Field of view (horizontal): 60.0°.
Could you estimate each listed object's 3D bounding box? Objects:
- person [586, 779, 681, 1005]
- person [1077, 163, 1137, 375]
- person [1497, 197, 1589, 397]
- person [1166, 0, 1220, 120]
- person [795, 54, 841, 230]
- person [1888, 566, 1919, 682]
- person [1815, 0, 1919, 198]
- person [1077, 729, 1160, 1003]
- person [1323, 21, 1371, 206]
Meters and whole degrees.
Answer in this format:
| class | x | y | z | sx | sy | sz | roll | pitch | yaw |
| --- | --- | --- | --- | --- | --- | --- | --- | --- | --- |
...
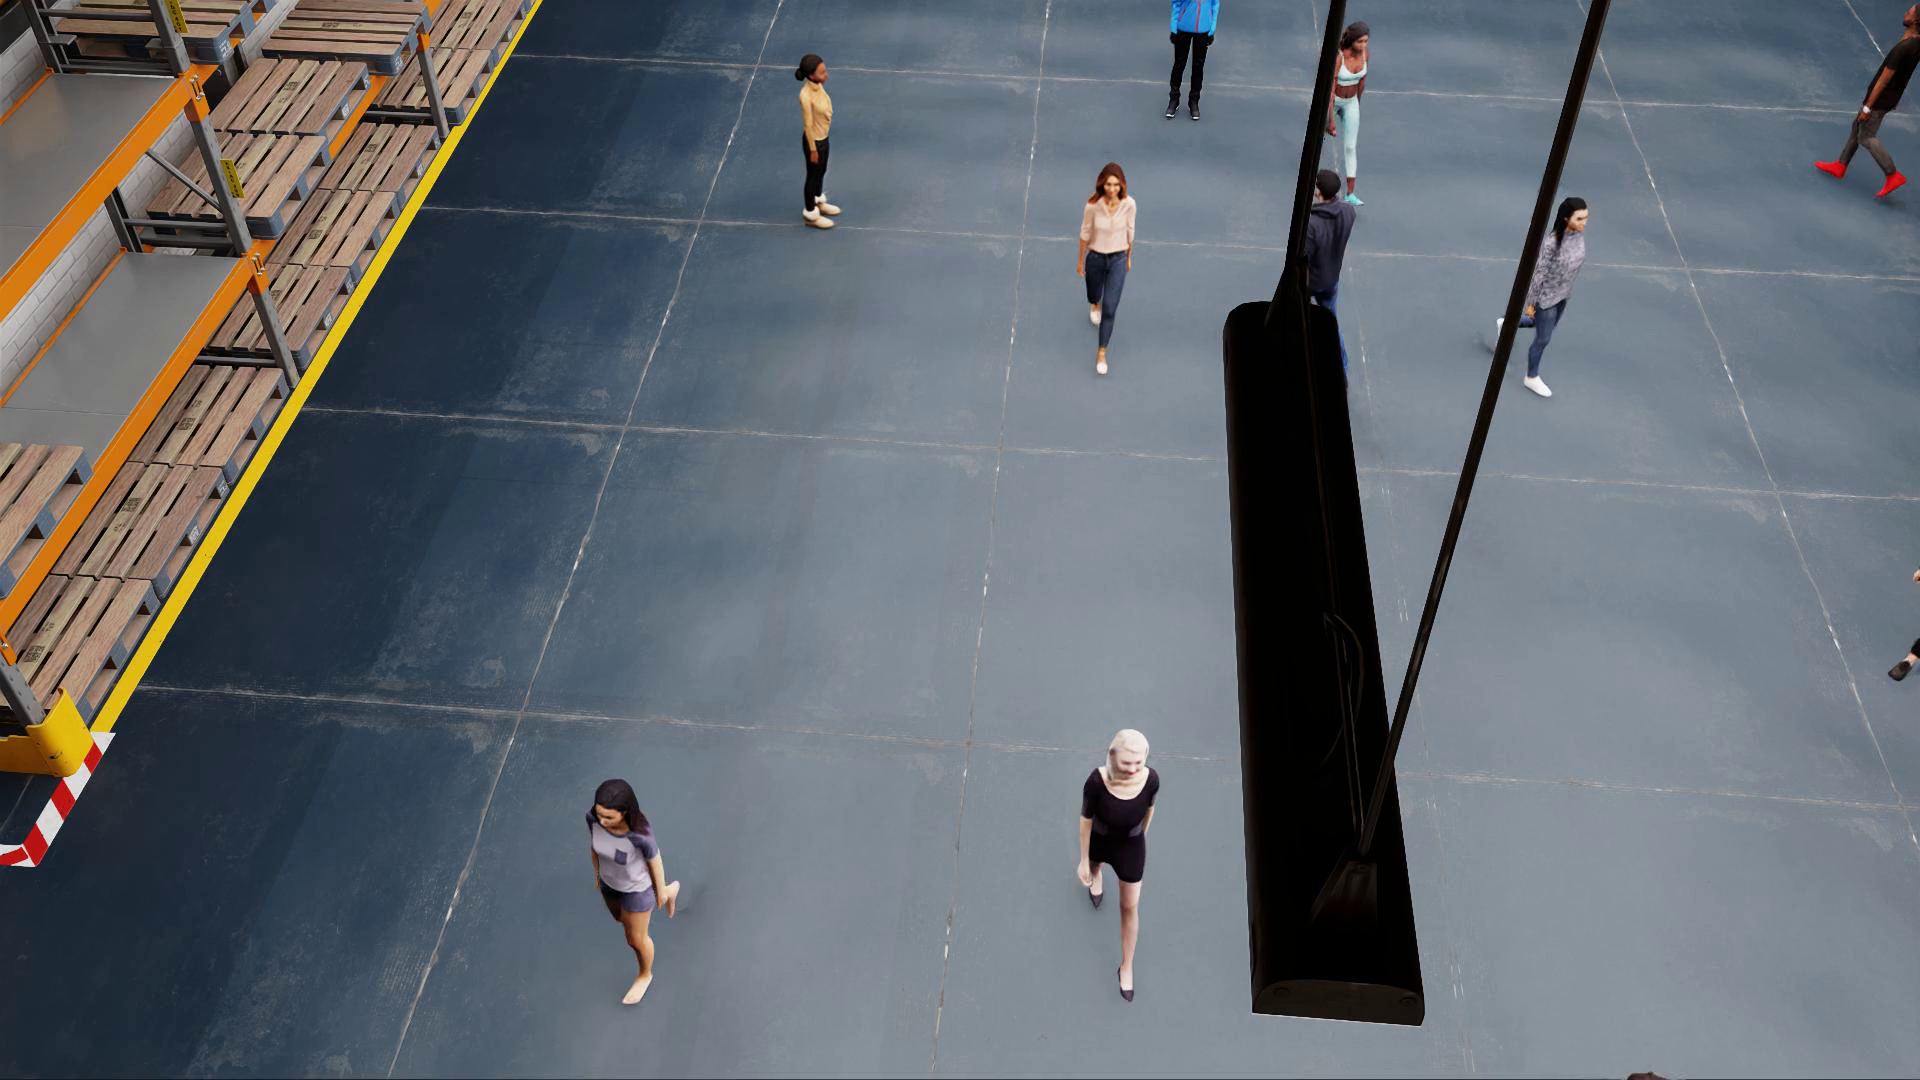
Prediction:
| class | x | y | z | sx | sy | sz | roll | pitch | yaw |
| --- | --- | --- | --- | --- | --- | --- | --- | --- | --- |
| person | -1.783 | 1.829 | 9.175 | 0.821 | 1.714 | 1.018 | 20 | 47 | 20 |
| person | 1.173 | -2.292 | 13.468 | 0.632 | 1.758 | 1.116 | 1 | 44 | 1 |
| person | 4.619 | -1.987 | 13.181 | 0.961 | 1.714 | 1.067 | -24 | 49 | -23 |
| person | 2.280 | -4.996 | 16.279 | 0.616 | 1.797 | 0.517 | 5 | 44 | 5 |
| person | -1.300 | -3.584 | 14.897 | 0.667 | 1.659 | 0.512 | 9 | 44 | 9 |
| person | 6.654 | 0.242 | 11.042 | 1.057 | 1.437 | 1.011 | -29 | 51 | -27 |
| person | 8.540 | -4.003 | 15.248 | 1.107 | 1.781 | 1.153 | -31 | 52 | -28 |
| person | 0.838 | 1.634 | 9.333 | 0.686 | 1.779 | 1.192 | -2 | 44 | -2 |
| person | 3.444 | -3.989 | 15.319 | 0.835 | 1.663 | 1.268 | -9 | 44 | -9 |
